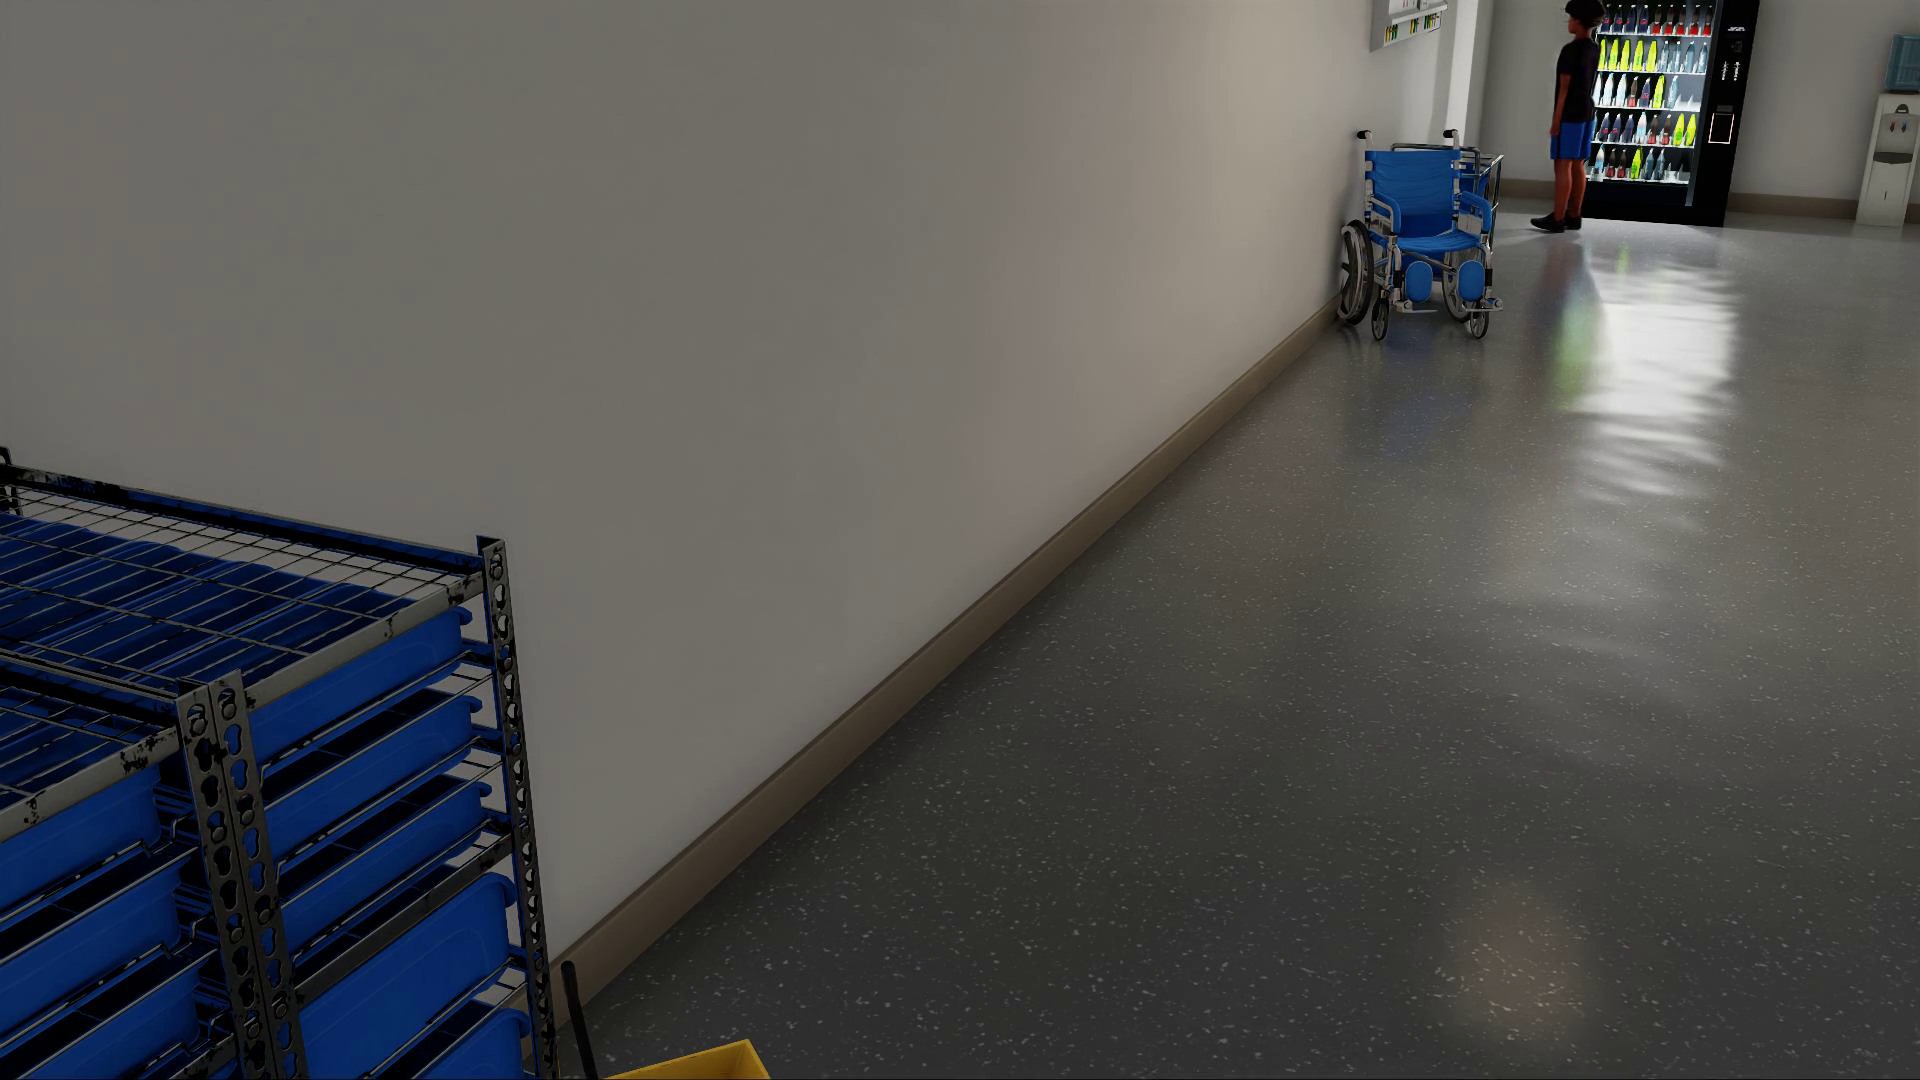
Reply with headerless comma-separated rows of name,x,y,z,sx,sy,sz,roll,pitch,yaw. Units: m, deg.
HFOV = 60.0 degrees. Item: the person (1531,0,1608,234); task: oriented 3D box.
person,4.852,-3.351,13.117,0.677,1.794,0.685,-16,26,-36
